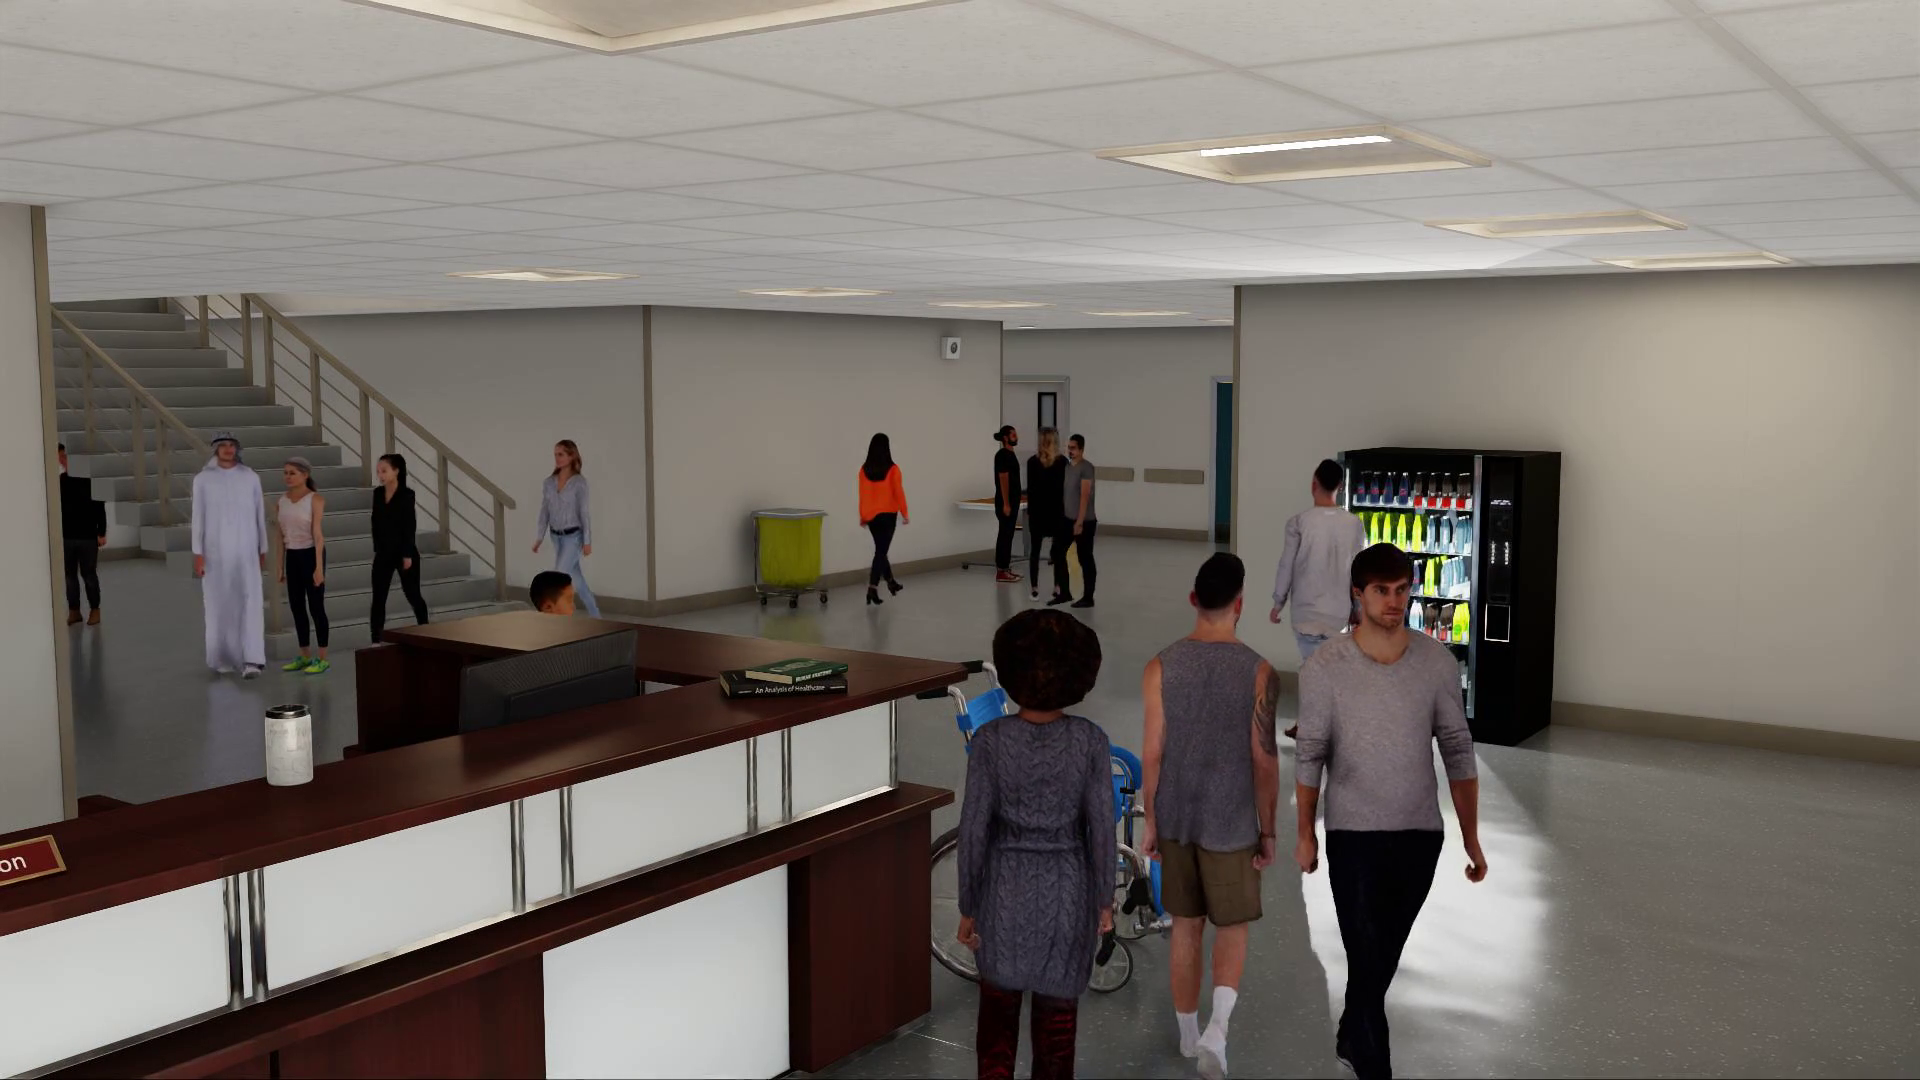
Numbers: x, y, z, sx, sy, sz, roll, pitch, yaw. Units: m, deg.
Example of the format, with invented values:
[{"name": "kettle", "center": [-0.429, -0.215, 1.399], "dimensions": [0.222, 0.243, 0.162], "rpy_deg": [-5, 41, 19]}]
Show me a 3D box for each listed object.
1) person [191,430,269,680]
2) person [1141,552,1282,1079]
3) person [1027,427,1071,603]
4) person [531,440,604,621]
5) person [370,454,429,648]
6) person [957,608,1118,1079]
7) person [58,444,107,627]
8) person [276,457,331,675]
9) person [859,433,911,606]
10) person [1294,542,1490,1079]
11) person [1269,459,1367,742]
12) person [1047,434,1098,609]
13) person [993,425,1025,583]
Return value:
[{"name": "person", "center": [-5.608, 0.135, 12.734], "dimensions": [1.100, 1.877, 1.359], "rpy_deg": [-3, 6, -26]}, {"name": "person", "center": [0.809, 0.966, 5.578], "dimensions": [0.928, 1.828, 0.892], "rpy_deg": [1, 6, 13]}, {"name": "person", "center": [0.894, -0.259, 17.048], "dimensions": [0.586, 1.797, 0.728], "rpy_deg": [1, 6, 12]}, {"name": "person", "center": [-3.287, 0.062, 14.144], "dimensions": [1.174, 1.739, 0.705], "rpy_deg": [3, 7, 30]}, {"name": "person", "center": [-4.503, 0.169, 13.454], "dimensions": [1.102, 1.665, 0.948], "rpy_deg": [1, 6, 14]}, {"name": "person", "center": [0.213, 1.051, 4.503], "dimensions": [0.671, 1.702, 0.758], "rpy_deg": [0, 6, 4]}, {"name": "person", "center": [-8.247, -0.075, 15.552], "dimensions": [0.709, 1.730, 0.810], "rpy_deg": [0, 6, 0]}, {"name": "person", "center": [-5.143, 0.188, 13.070], "dimensions": [0.549, 1.703, 0.701], "rpy_deg": [2, 6, 21]}, {"name": "person", "center": [-0.836, -0.189, 16.751], "dimensions": [0.946, 1.718, 0.712], "rpy_deg": [4, 7, 31]}, {"name": "person", "center": [1.303, 0.928, 5.277], "dimensions": [1.174, 1.792, 1.226], "rpy_deg": [-1, 6, -9]}, {"name": "person", "center": [2.184, 0.457, 9.931], "dimensions": [1.119, 1.796, 1.249], "rpy_deg": [-2, 6, -17]}, {"name": "person", "center": [1.253, -0.183, 16.600], "dimensions": [0.772, 1.736, 0.704], "rpy_deg": [-4, 7, -35]}, {"name": "person", "center": [0.531, -0.419, 18.831], "dimensions": [0.720, 1.758, 0.718], "rpy_deg": [1, 6, 9]}]
